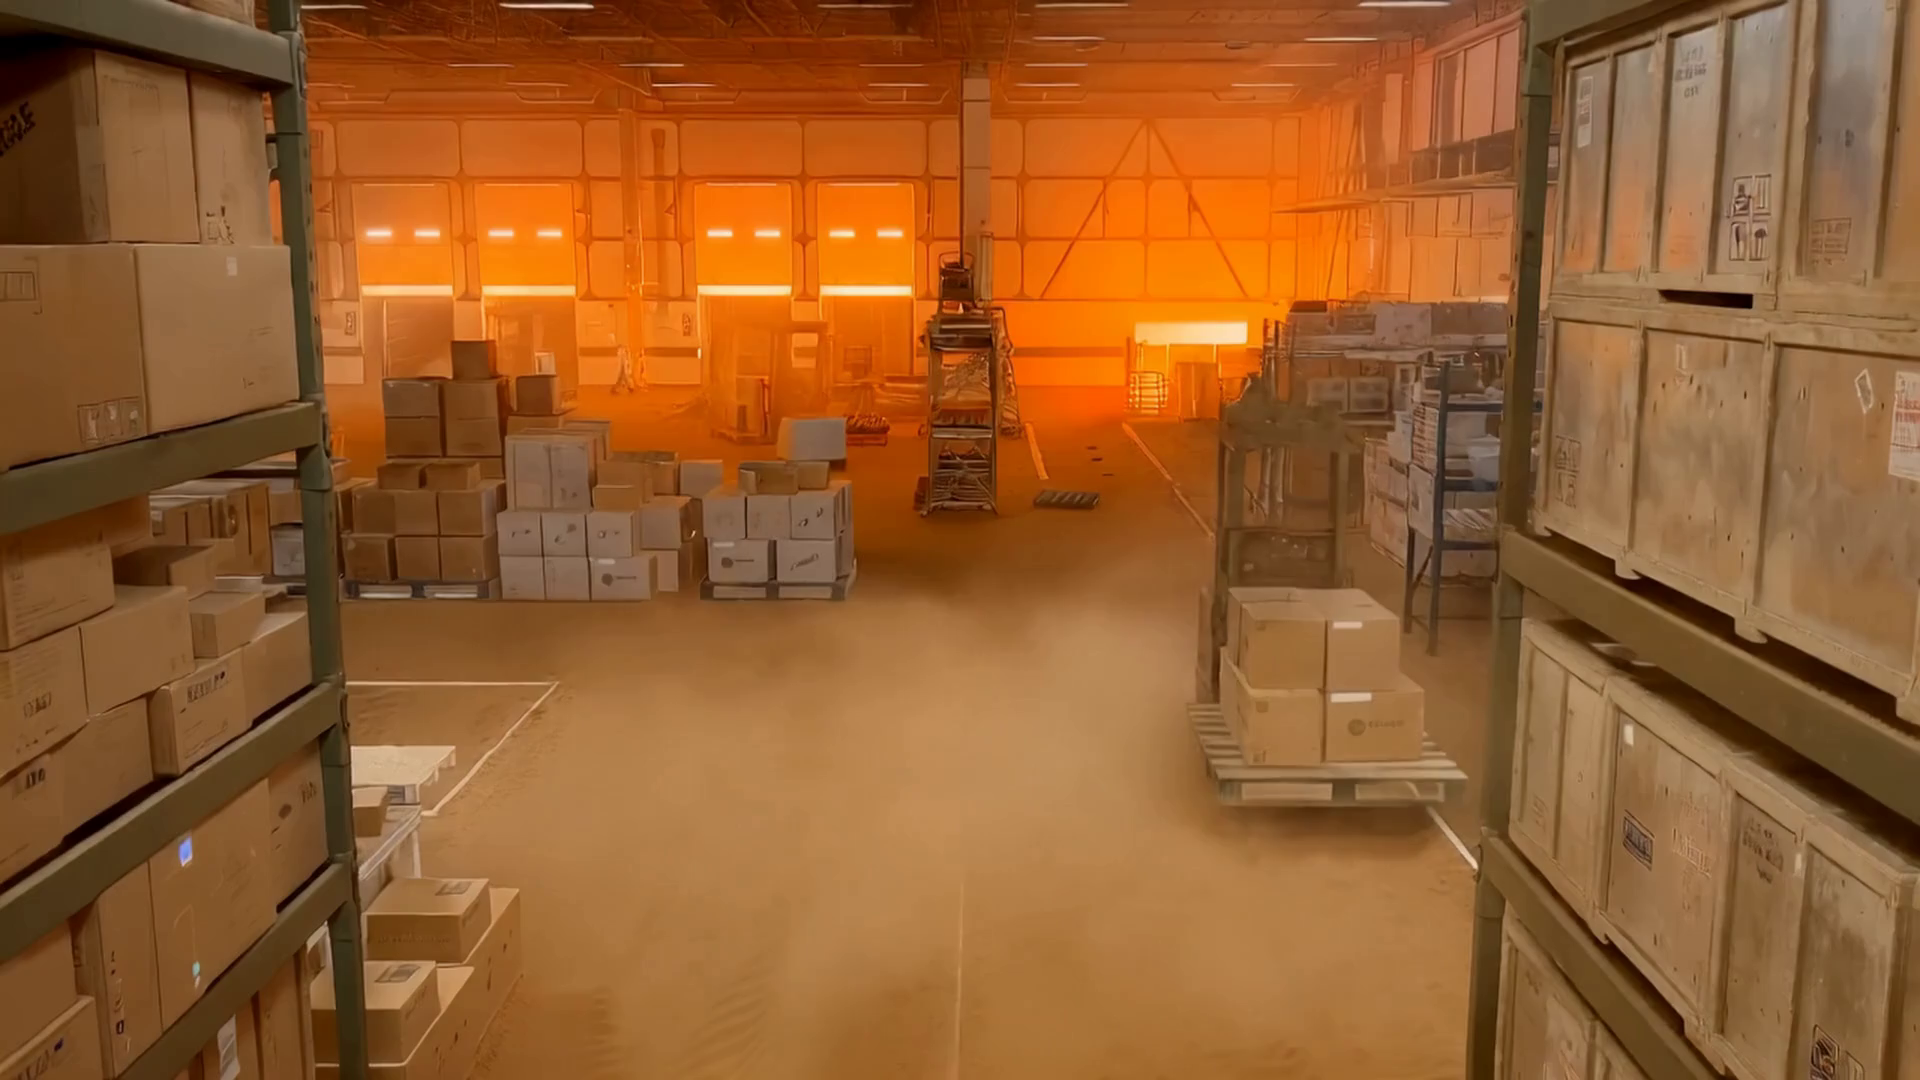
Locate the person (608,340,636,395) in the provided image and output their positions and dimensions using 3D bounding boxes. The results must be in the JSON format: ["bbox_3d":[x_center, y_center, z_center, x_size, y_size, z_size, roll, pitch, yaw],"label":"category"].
[{"bbox_3d":[-9.826,-4.996,48.155,0.742,1.614,0.513,-2,10,-10],"label":"person"}]

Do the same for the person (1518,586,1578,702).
[{"bbox_3d":[4.760,0.867,13.527,0.641,1.908,0.936,2,10,12],"label":"person"}]

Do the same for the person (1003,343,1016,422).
[{"bbox_3d":[1.205,-3.848,40.626,0.351,1.934,0.635,0,10,0],"label":"person"}]

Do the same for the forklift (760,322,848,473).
[{"bbox_3d":[-2.942,-2.700,31.278,1.129,2.768,1.873,-5,11,-26],"label":"forklift"}]

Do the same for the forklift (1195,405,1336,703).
[{"bbox_3d":[2.694,0.232,14.361,1.129,2.768,1.873,0,10,1],"label":"forklift"}]

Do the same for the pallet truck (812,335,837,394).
[{"bbox_3d":[-3.021,-4.312,43.126,1.885,1.965,0.823,3,10,17],"label":"pallet truck"}]

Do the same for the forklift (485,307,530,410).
[{"bbox_3d":[-10.754,-4.150,39.646,1.129,2.768,1.873,0,10,1],"label":"forklift"}]
